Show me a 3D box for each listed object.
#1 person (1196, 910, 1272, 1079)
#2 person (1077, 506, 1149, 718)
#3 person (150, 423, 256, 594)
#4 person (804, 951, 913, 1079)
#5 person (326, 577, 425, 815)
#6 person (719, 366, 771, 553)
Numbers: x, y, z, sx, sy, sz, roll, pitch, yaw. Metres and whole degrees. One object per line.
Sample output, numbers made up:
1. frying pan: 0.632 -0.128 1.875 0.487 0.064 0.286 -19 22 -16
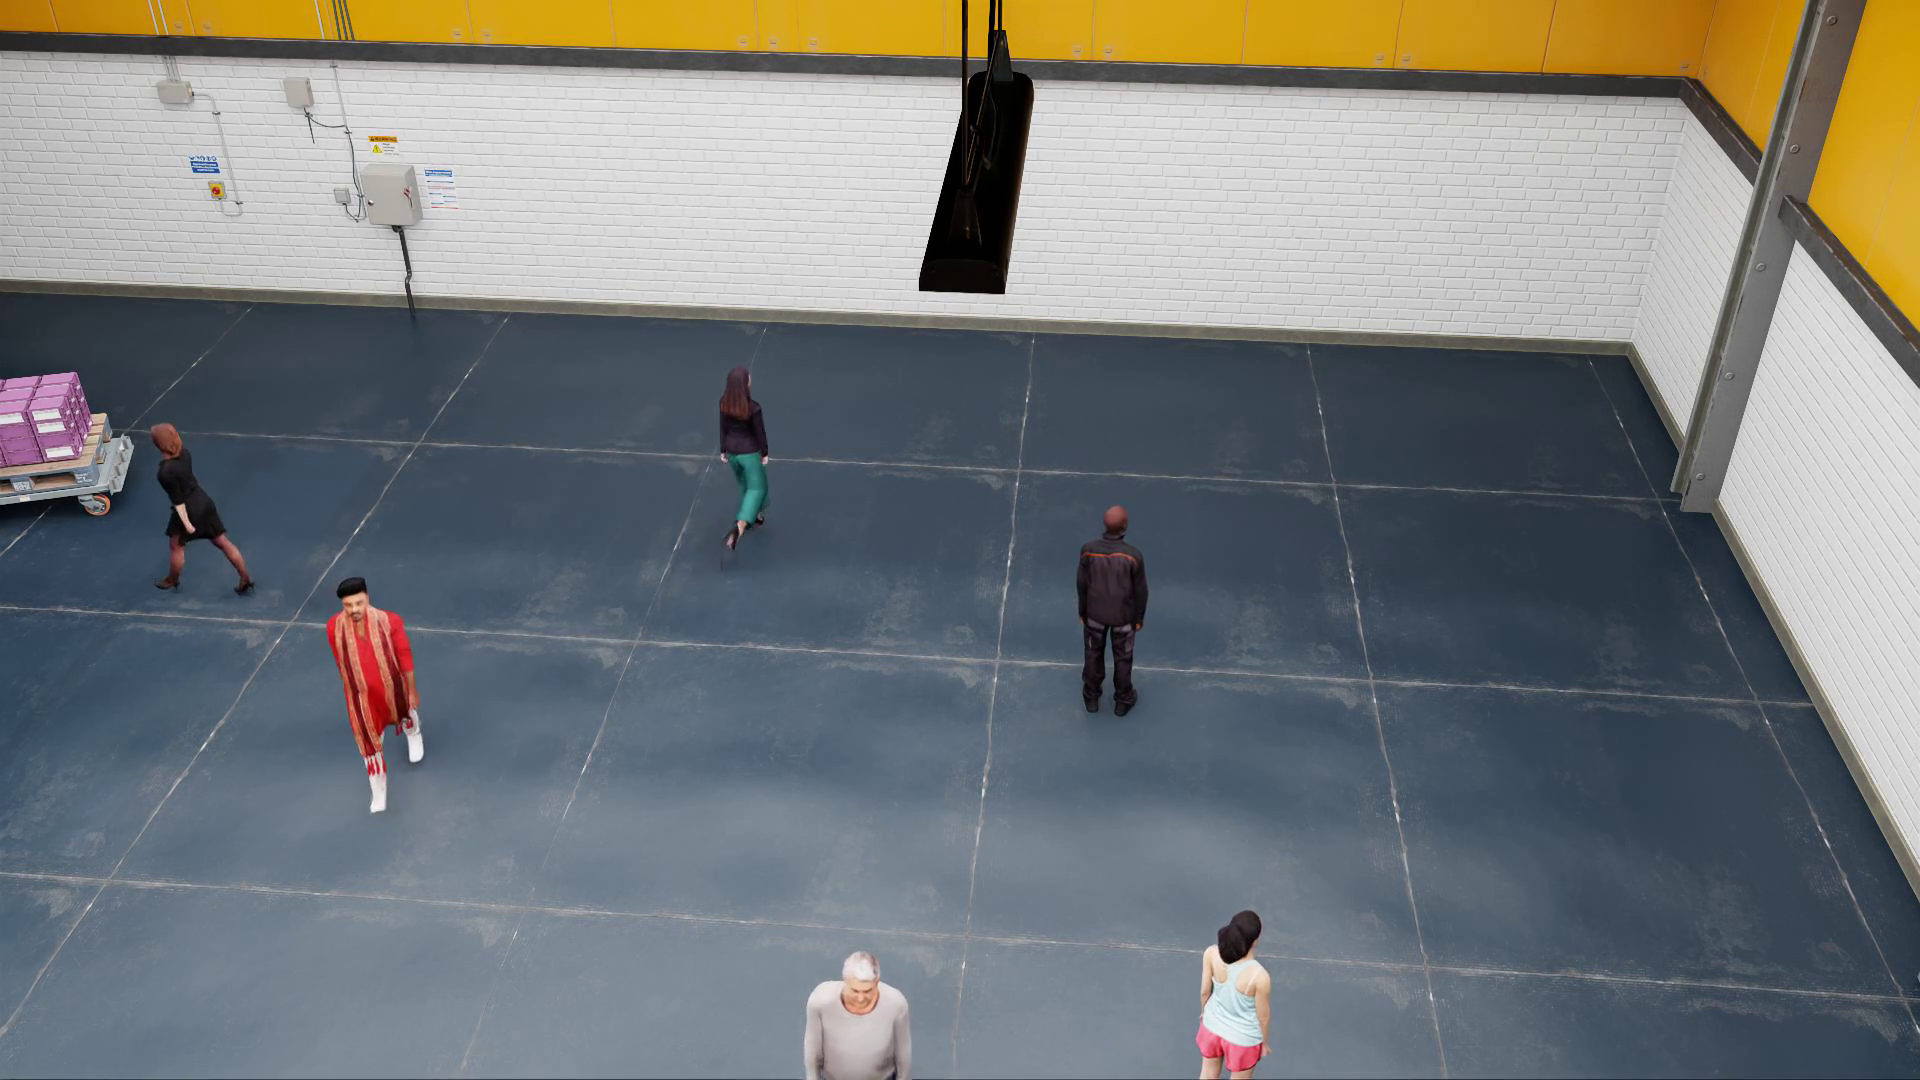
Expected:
1. person: 1.521 2.737 9.291 0.693 1.774 0.725 23 40 30
2. person: 1.136 0.542 12.554 0.731 1.818 0.651 8 34 12
3. person: -6.292 -0.212 13.837 0.663 1.653 1.008 4 34 5
4. person: -0.552 2.843 9.032 0.719 1.885 1.034 2 34 3
5. person: -4.158 0.961 11.918 0.943 1.824 1.299 -6 34 -9
6. person: -1.907 -0.679 14.481 0.832 1.719 1.108 14 36 20
